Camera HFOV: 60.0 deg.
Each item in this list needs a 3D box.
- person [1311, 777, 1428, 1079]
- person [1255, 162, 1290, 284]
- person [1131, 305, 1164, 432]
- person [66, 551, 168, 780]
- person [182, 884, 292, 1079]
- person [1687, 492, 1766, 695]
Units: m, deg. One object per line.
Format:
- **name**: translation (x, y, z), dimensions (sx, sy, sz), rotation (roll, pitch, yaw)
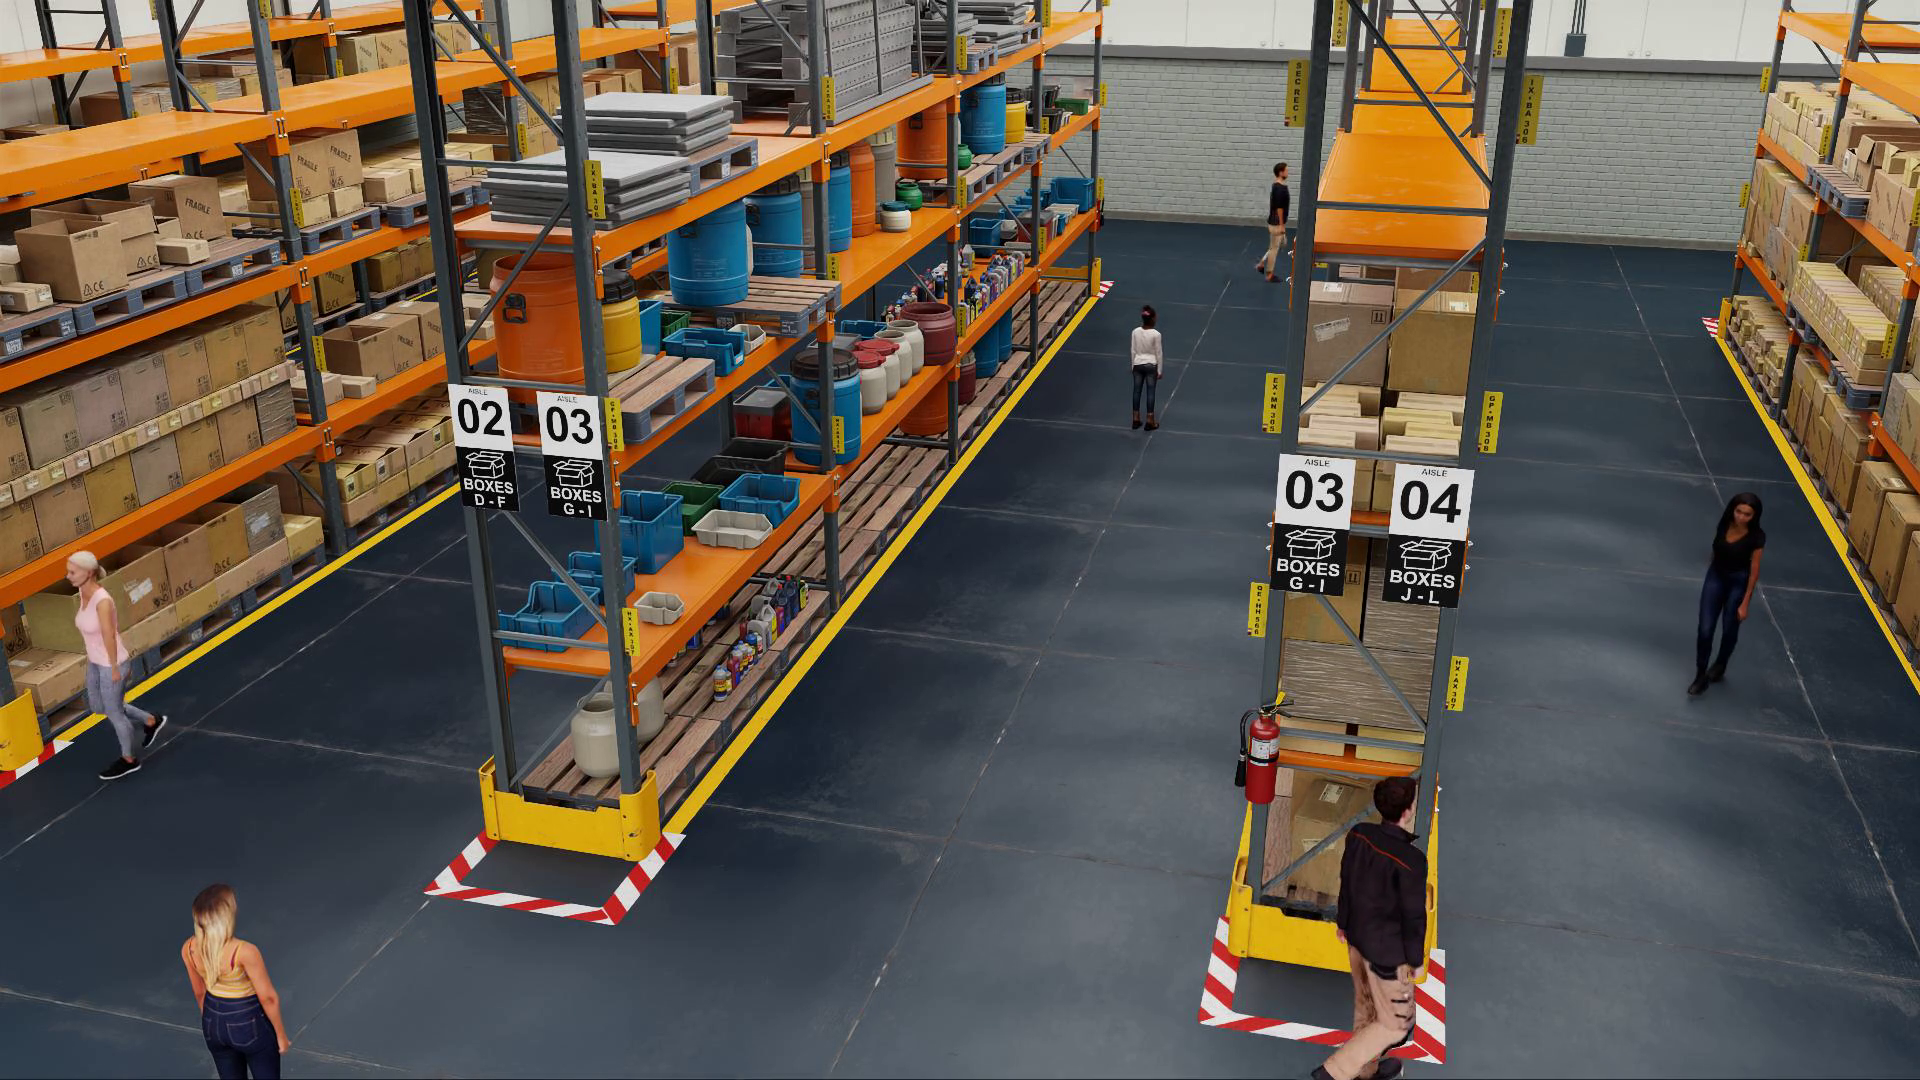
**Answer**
- **person**: translation (2.087, 2.097, 8.483), dimensions (1.081, 1.910, 1.022), rotation (-12, 25, -27)
- **person**: translation (4.790, -4.876, 25.619), dimensions (0.730, 1.845, 0.656), rotation (3, 22, 7)
- **person**: translation (2.125, -1.986, 19.055), dimensions (0.569, 1.464, 0.542), rotation (12, 25, 27)
- **person**: translation (-5.969, 0.844, 11.804), dimensions (0.737, 1.715, 0.882), rotation (18, 28, 37)
- **person**: translation (-3.521, 2.393, 8.130), dimensions (0.581, 1.629, 0.538), rotation (4, 23, 9)
- **person**: translation (6.006, 0.382, 12.977), dimensions (0.992, 1.683, 0.859), rotation (-15, 27, -33)
